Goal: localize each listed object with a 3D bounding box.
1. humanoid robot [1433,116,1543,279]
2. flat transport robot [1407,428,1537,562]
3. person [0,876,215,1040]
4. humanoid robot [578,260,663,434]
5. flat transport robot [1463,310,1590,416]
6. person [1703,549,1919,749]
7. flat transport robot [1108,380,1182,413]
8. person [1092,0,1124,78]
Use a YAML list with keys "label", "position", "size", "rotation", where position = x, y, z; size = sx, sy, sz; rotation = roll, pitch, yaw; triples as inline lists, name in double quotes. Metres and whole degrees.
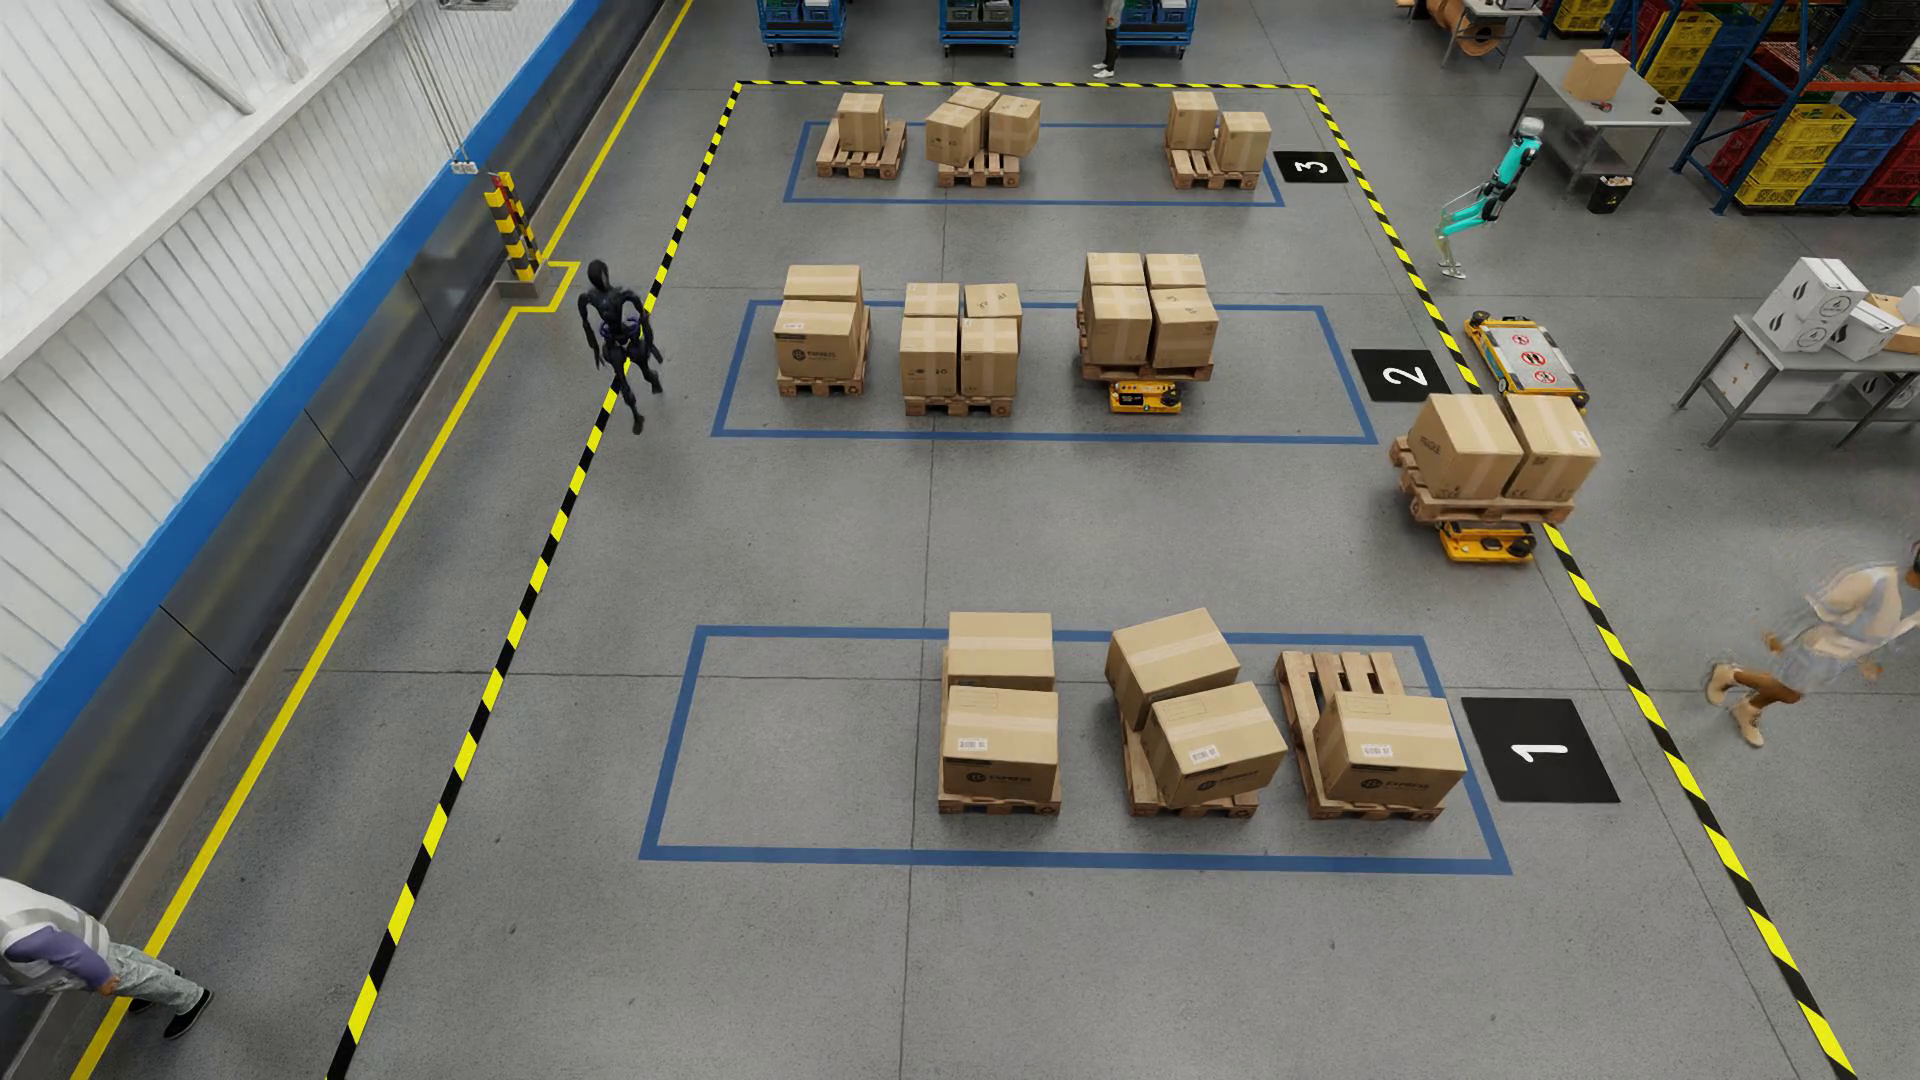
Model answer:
- label: "humanoid robot"
  position: [5.365, -3.559, 9.557]
  size: [0.735, 1.673, 0.533]
  rotation: [10, 50, 8]
- label: "flat transport robot"
  position: [4.342, -0.418, 7.877]
  size: [0.652, 0.197, 1.431]
  rotation: [1, 49, 1]
- label: "person"
  position: [-4.563, 2.122, 4.663]
  size: [0.599, 1.827, 0.404]
  rotation: [22, 53, 18]
- label: "humanoid robot"
  position: [-2.990, -1.786, 8.173]
  size: [0.591, 1.652, 0.708]
  rotation: [-6, 49, -5]
- label: "flat transport robot"
  position: [5.573, -1.757, 9.054]
  size: [0.659, 0.231, 1.431]
  rotation: [1, 49, 1]
- label: "person"
  position: [5.565, 0.643, 5.822]
  size: [0.602, 2.023, 0.503]
  rotation: [-2, 49, -2]
- label: "flat transport robot"
  position: [1.773, -1.807, 9.079]
  size: [0.652, 0.197, 1.431]
  rotation: [1, 49, 1]
- label: "person"
  position: [2.134, -7.596, 13.065]
  size: [0.403, 1.847, 0.587]
  rotation: [4, 49, 3]
